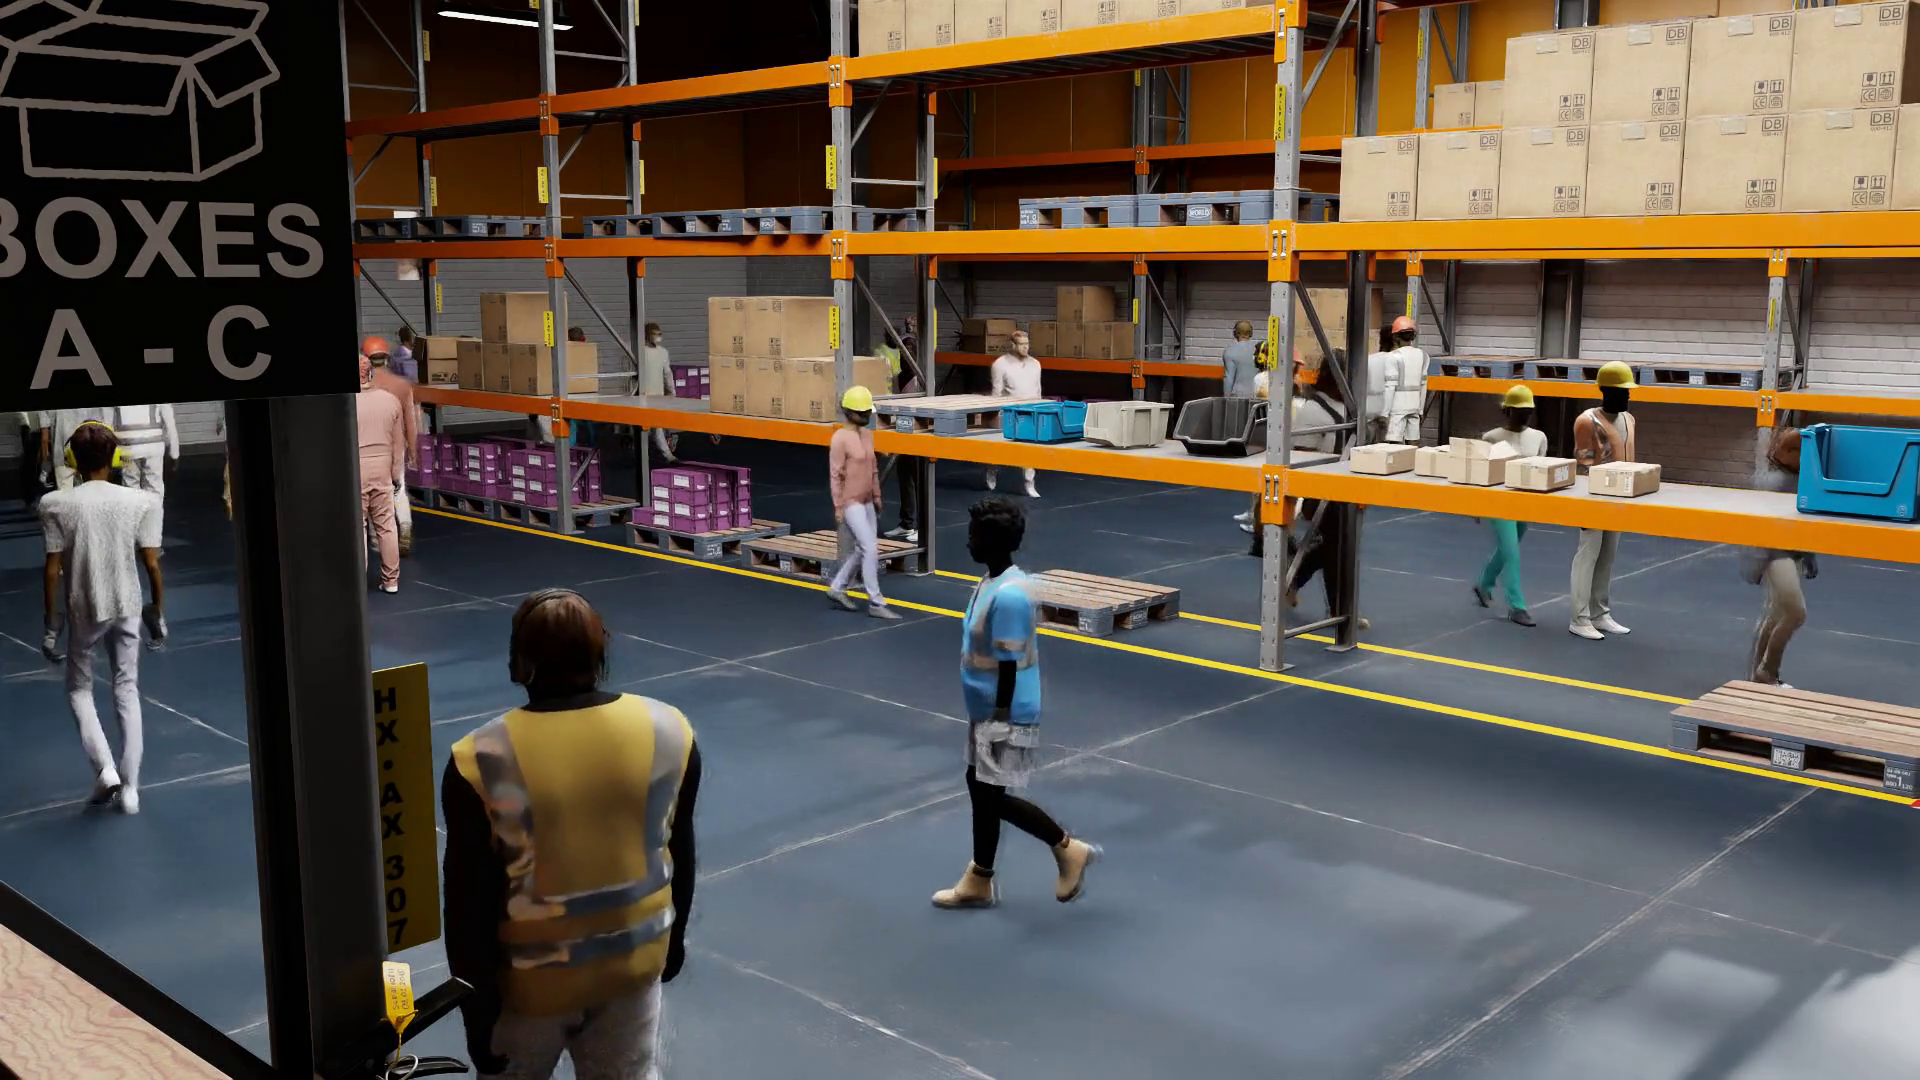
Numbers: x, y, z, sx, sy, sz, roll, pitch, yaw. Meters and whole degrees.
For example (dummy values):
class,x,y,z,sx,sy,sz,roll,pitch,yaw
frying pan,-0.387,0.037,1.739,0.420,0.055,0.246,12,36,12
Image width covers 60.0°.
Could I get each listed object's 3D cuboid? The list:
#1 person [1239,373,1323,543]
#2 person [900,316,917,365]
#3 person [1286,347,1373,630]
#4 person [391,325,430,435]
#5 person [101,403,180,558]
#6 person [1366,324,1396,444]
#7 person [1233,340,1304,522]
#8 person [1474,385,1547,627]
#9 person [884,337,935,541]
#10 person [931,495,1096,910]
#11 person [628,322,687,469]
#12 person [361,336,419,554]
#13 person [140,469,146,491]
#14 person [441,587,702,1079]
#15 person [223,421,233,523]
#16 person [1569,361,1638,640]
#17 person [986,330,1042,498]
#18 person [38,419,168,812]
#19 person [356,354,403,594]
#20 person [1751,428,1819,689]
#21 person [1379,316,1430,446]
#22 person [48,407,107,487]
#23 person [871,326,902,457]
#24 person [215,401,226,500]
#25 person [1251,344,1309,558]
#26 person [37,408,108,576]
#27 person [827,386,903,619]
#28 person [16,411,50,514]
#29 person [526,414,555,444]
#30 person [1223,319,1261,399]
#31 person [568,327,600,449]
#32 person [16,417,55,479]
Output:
class,x,y,z,sx,sy,sz,roll,pitch,yaw
person,3.066,-0.774,15.612,0.865,1.592,0.533,7,12,37
person,-0.653,-2.178,23.277,0.409,1.909,0.641,2,9,11
person,2.639,-0.405,11.992,0.799,2.000,0.687,9,13,43
person,-6.600,-1.654,20.145,1.010,1.871,0.661,-3,10,-17
person,-7.247,-0.768,14.741,0.612,1.867,0.436,-4,10,-21
person,4.743,-1.452,18.729,0.649,1.936,0.407,3,10,20
person,3.108,-1.066,16.625,0.749,1.852,0.519,6,11,34
person,4.038,-0.289,12.234,0.527,1.730,0.888,-3,10,-15
person,-0.460,-0.958,15.757,0.382,1.918,0.596,-8,12,-39
person,0.197,0.657,6.559,0.564,1.682,0.545,-1,9,-9
person,-3.864,-1.808,21.074,1.046,1.881,0.648,6,11,31
person,-5.145,-0.833,14.845,0.625,1.971,0.821,-5,11,-30
person,-9.031,-1.232,18.347,0.538,1.607,0.372,6,11,34
person,-0.937,1.005,4.003,0.646,1.824,0.544,-5,11,-29
person,-5.084,-0.325,12.157,0.510,1.828,0.575,9,13,44
person,4.490,-0.279,11.569,0.587,1.928,0.363,-7,11,-36
person,0.612,-1.433,18.810,0.651,1.879,0.832,-5,10,-26
person,-4.039,0.365,7.834,0.559,1.853,0.415,-7,12,-38
person,-4.646,-0.492,12.938,0.409,1.907,0.649,8,12,40
person,4.970,0.136,9.967,0.536,1.616,0.447,-8,12,-39
person,4.865,-1.440,18.342,0.615,2.039,0.387,-5,11,-30
person,-8.631,-1.047,16.285,0.381,1.923,0.591,9,13,42
person,-0.932,-1.973,22.367,0.630,1.822,0.853,-8,12,-41
person,-7.992,-1.279,18.494,0.516,1.671,0.930,3,10,17
person,2.816,-0.770,14.632,0.551,1.912,0.640,7,12,37
person,-7.369,-0.618,13.817,0.519,1.874,0.331,-7,12,-37
person,-0.723,-0.272,12.158,0.627,1.723,0.570,4,10,25
person,-9.443,-1.201,17.200,1.076,1.926,0.635,8,12,39
person,-5.027,-1.614,20.201,0.699,1.799,0.642,-2,9,-10
person,3.489,-1.746,20.532,0.636,1.936,0.354,-5,10,-27
person,-4.981,-1.872,21.722,0.571,1.796,0.910,-1,9,-6
person,-11.110,-1.661,20.092,0.551,1.916,0.747,-9,13,-44
